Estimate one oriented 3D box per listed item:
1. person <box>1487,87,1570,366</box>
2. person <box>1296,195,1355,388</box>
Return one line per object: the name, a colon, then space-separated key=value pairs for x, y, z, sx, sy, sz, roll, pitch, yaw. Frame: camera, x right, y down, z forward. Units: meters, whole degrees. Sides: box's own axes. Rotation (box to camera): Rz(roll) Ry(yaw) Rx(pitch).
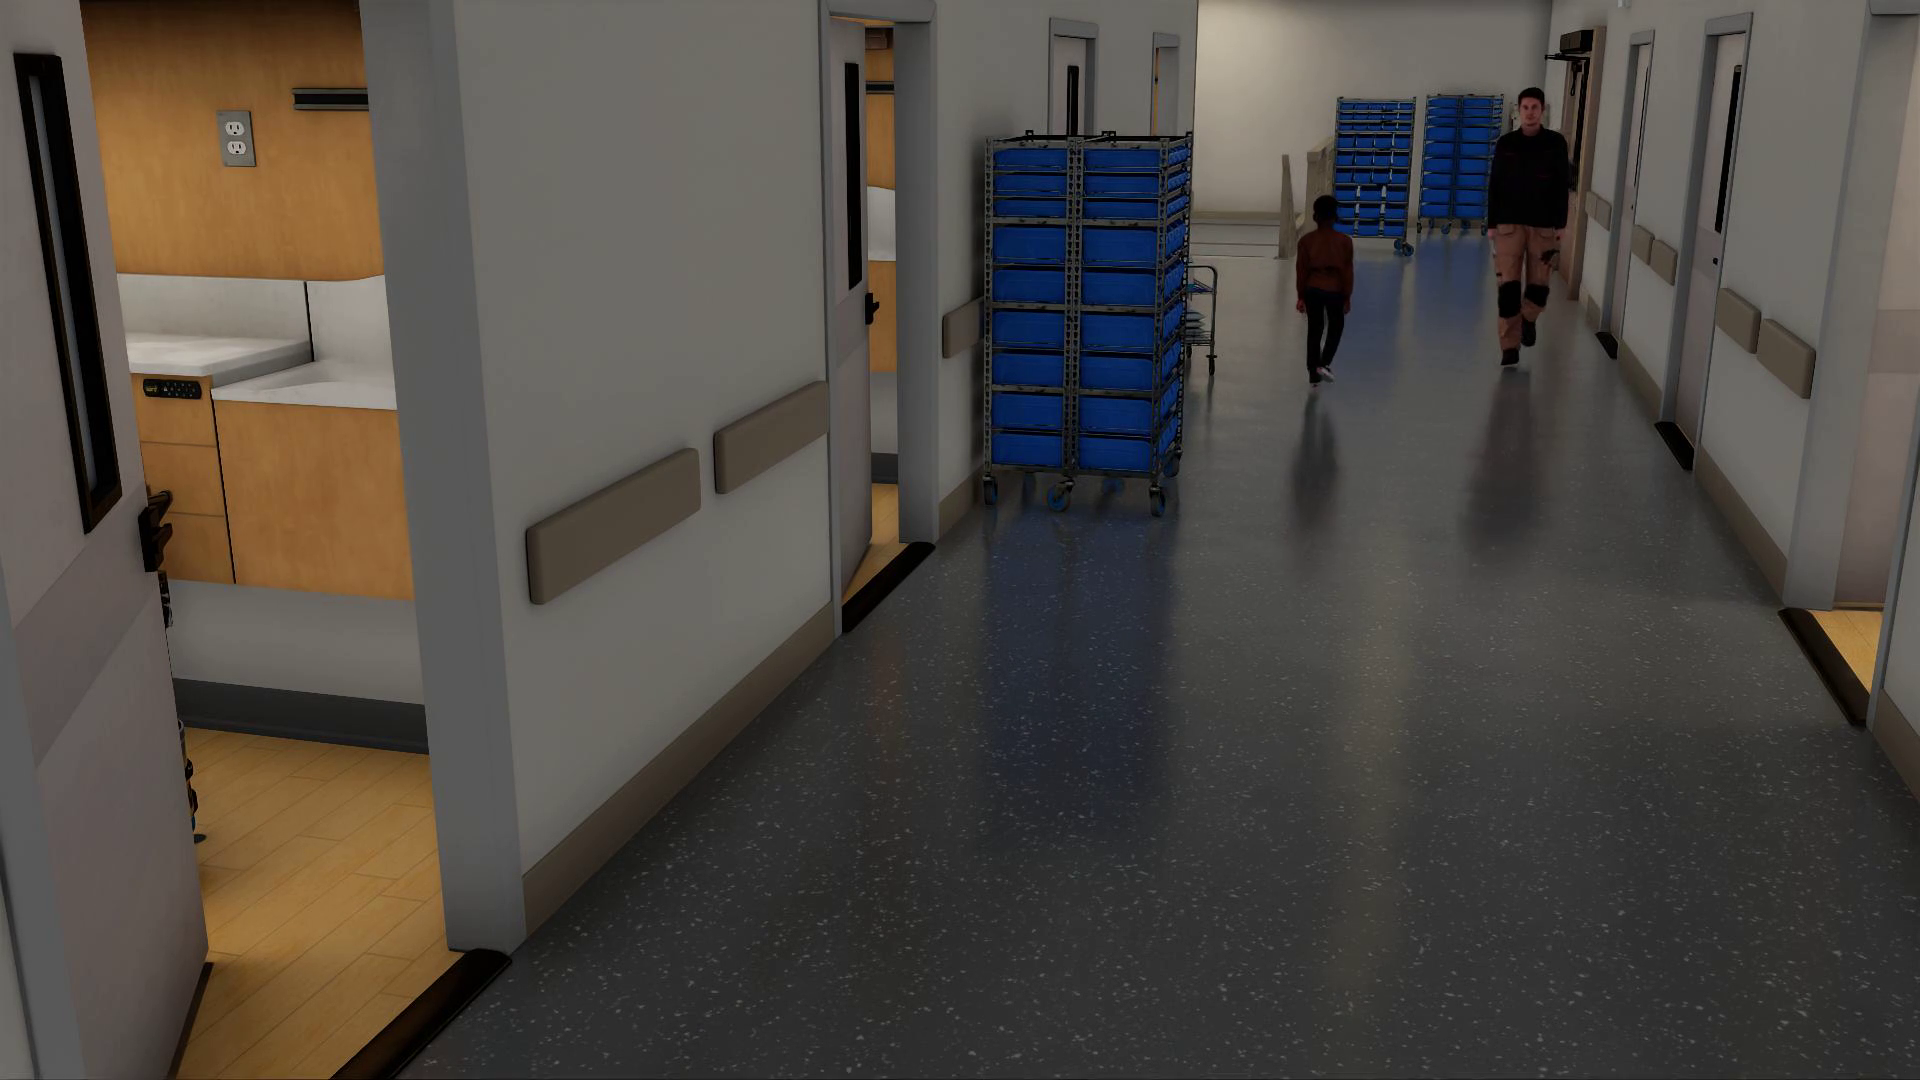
person: x=4.013 y=-2.207 z=11.776 sx=0.730 sy=1.908 sz=1.007 roll=5 pitch=17 yaw=17
person: x=2.375 y=-1.617 z=10.902 sx=0.538 sy=1.246 sz=0.528 roll=5 pitch=17 yaw=19
